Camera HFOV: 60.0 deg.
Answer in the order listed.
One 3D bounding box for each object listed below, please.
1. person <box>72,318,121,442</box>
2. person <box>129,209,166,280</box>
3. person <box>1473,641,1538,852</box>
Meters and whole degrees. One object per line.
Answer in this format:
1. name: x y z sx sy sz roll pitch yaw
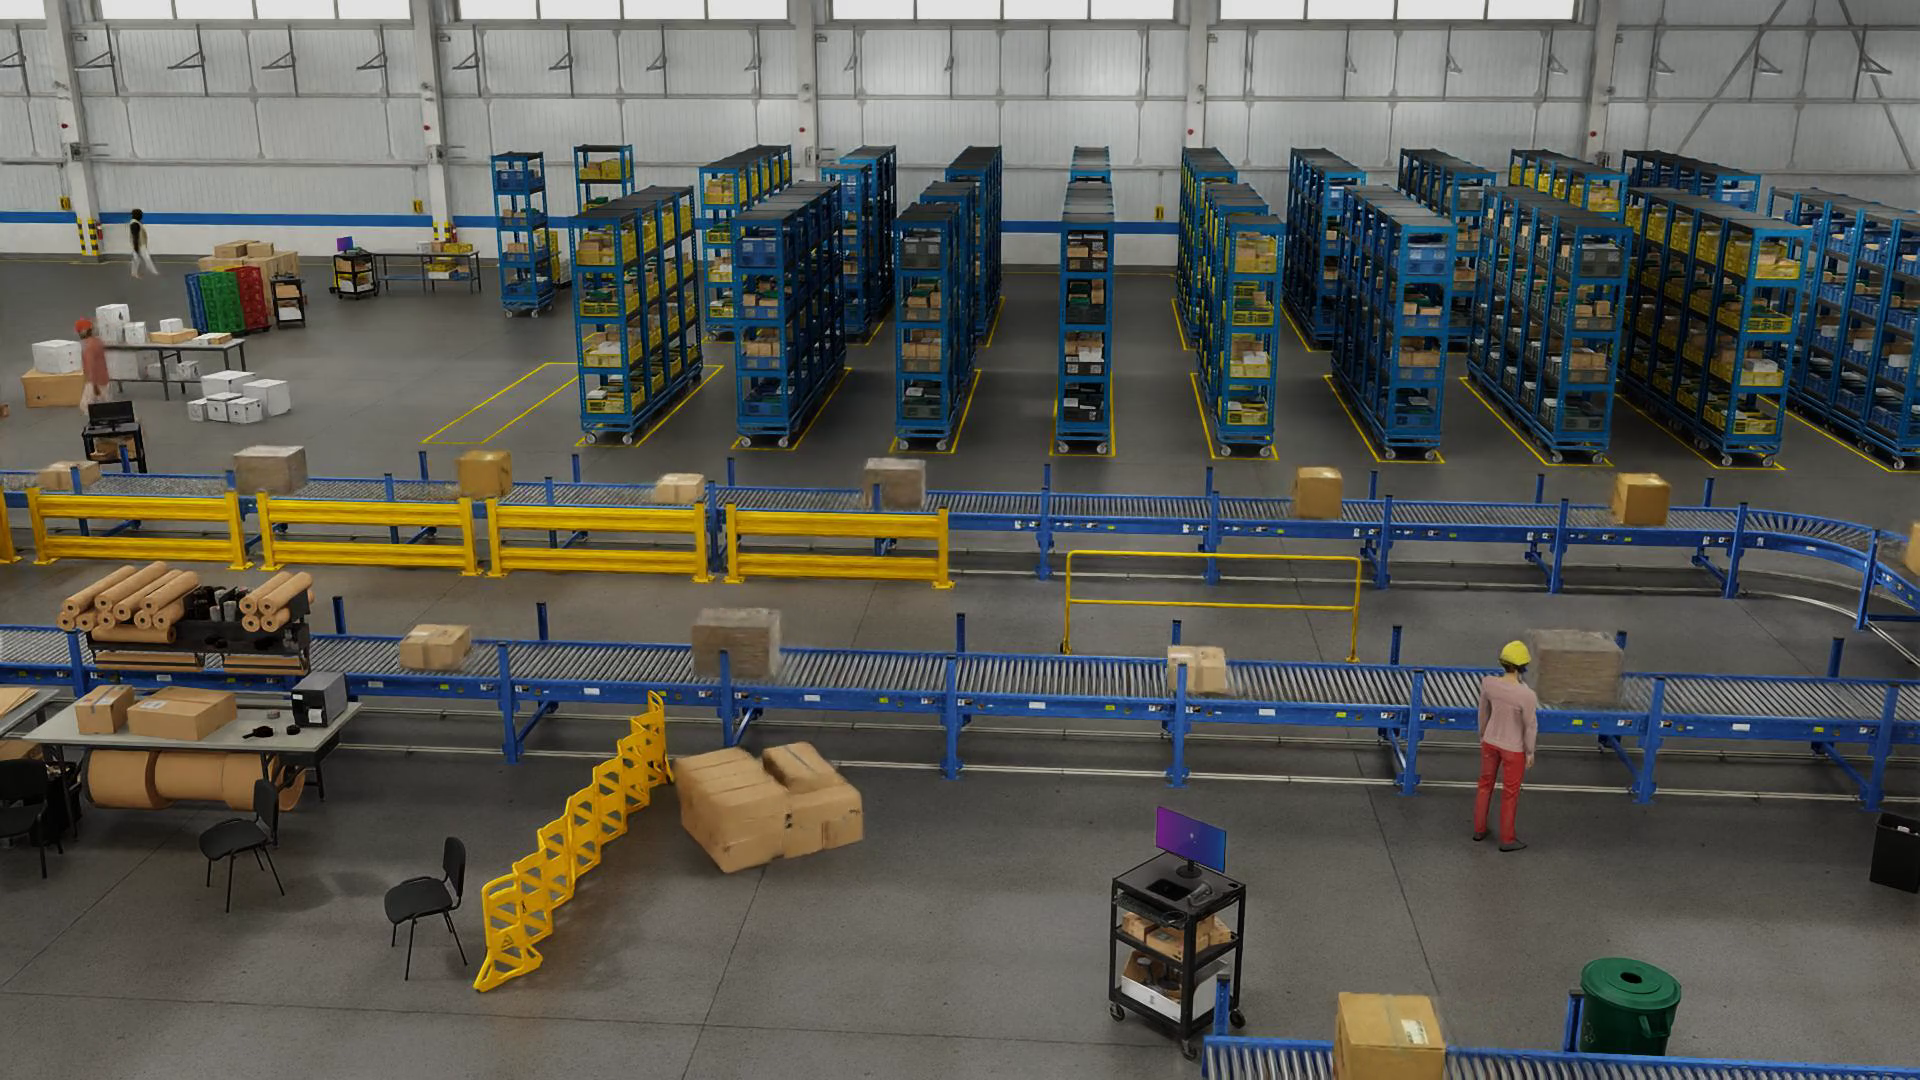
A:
1. person: -13.761 -2.535 26.382 0.626 1.973 0.631 -2 18 -6
2. person: -20.899 -7.565 42.602 0.932 1.803 0.646 -8 19 -23
3. person: 4.409 1.652 13.423 0.307 1.772 0.525 -13 22 -36
